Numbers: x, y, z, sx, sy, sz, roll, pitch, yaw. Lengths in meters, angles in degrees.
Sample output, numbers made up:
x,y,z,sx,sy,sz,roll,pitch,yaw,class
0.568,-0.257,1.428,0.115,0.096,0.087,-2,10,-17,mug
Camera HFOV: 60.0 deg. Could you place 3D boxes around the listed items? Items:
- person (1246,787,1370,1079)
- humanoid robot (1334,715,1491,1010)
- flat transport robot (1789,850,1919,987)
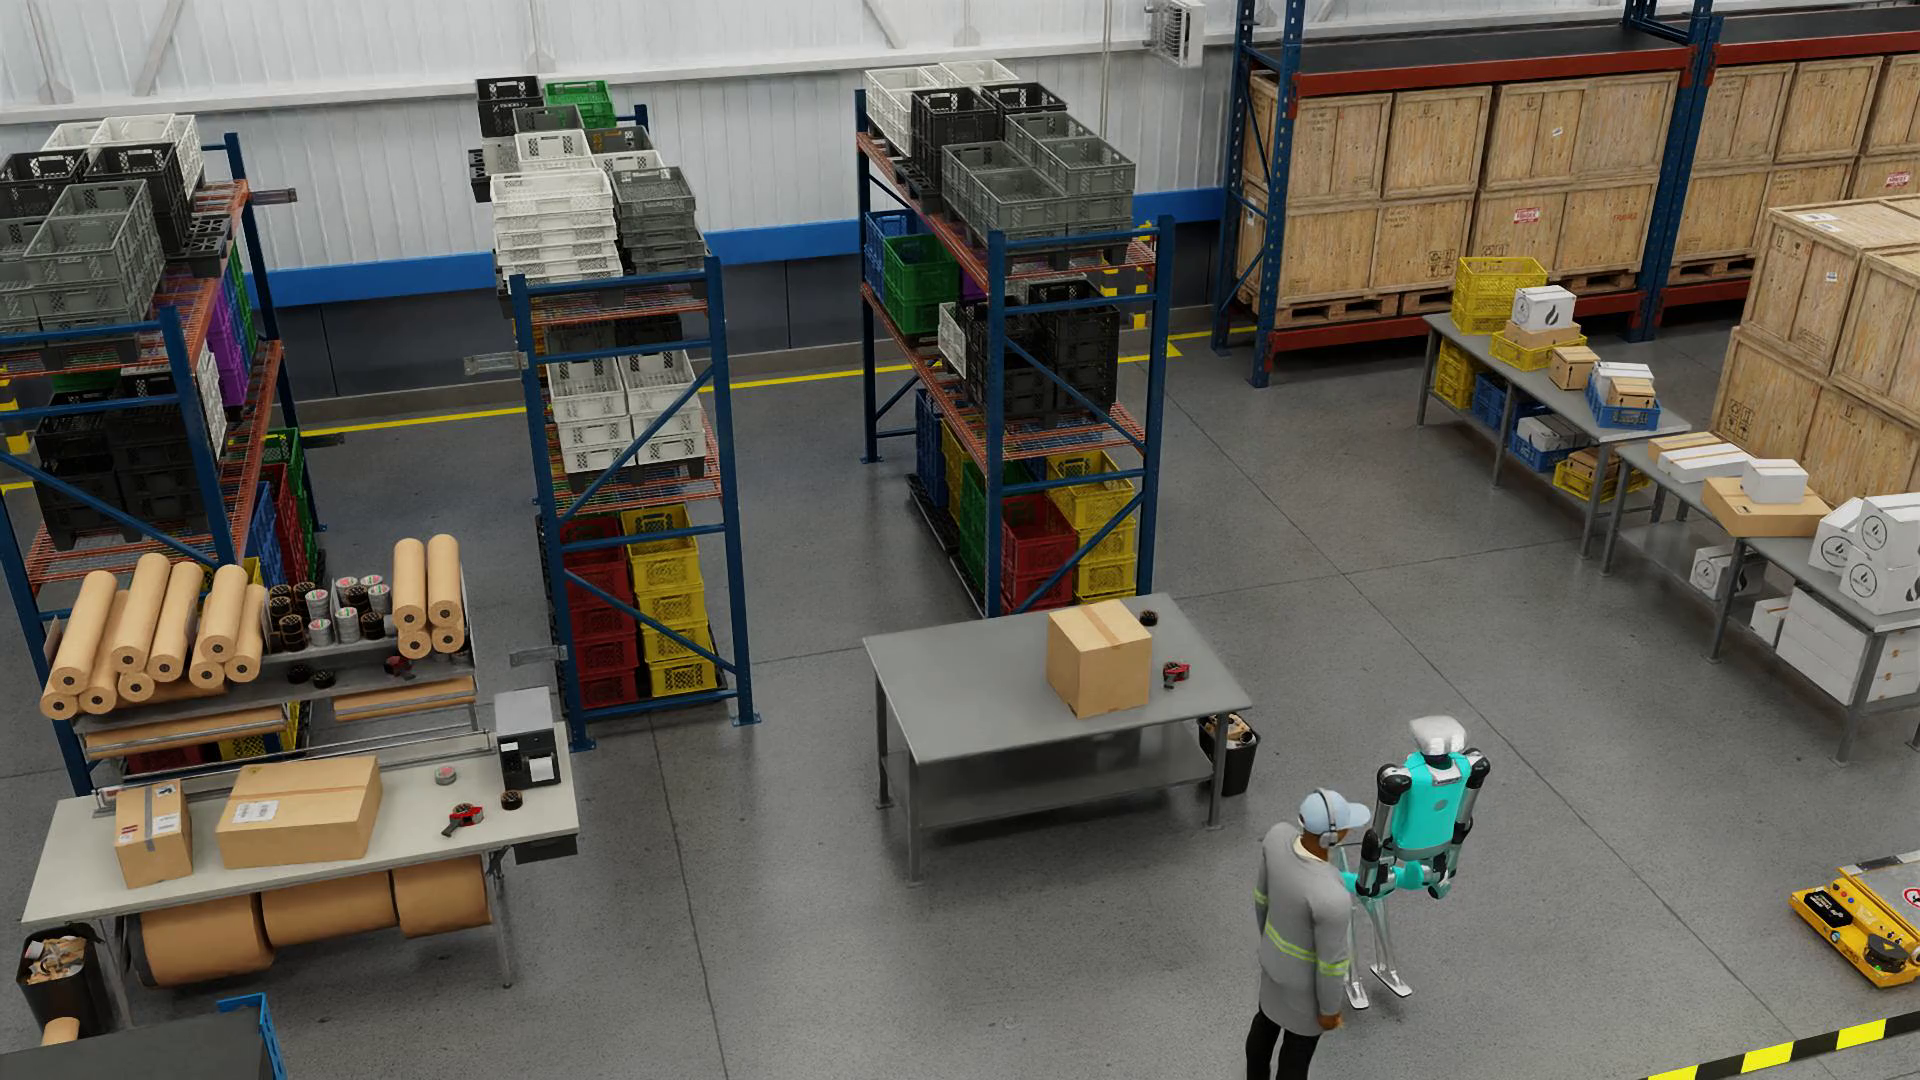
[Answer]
x,y,z,sx,sy,sz,roll,pitch,yaw,class
1.486,1.832,7.184,0.397,1.852,0.589,-10,30,-17,person
2.029,1.438,7.880,0.533,1.677,0.735,-8,30,-15,humanoid robot
5.163,1.916,8.676,1.431,0.231,0.659,-8,30,-14,flat transport robot
